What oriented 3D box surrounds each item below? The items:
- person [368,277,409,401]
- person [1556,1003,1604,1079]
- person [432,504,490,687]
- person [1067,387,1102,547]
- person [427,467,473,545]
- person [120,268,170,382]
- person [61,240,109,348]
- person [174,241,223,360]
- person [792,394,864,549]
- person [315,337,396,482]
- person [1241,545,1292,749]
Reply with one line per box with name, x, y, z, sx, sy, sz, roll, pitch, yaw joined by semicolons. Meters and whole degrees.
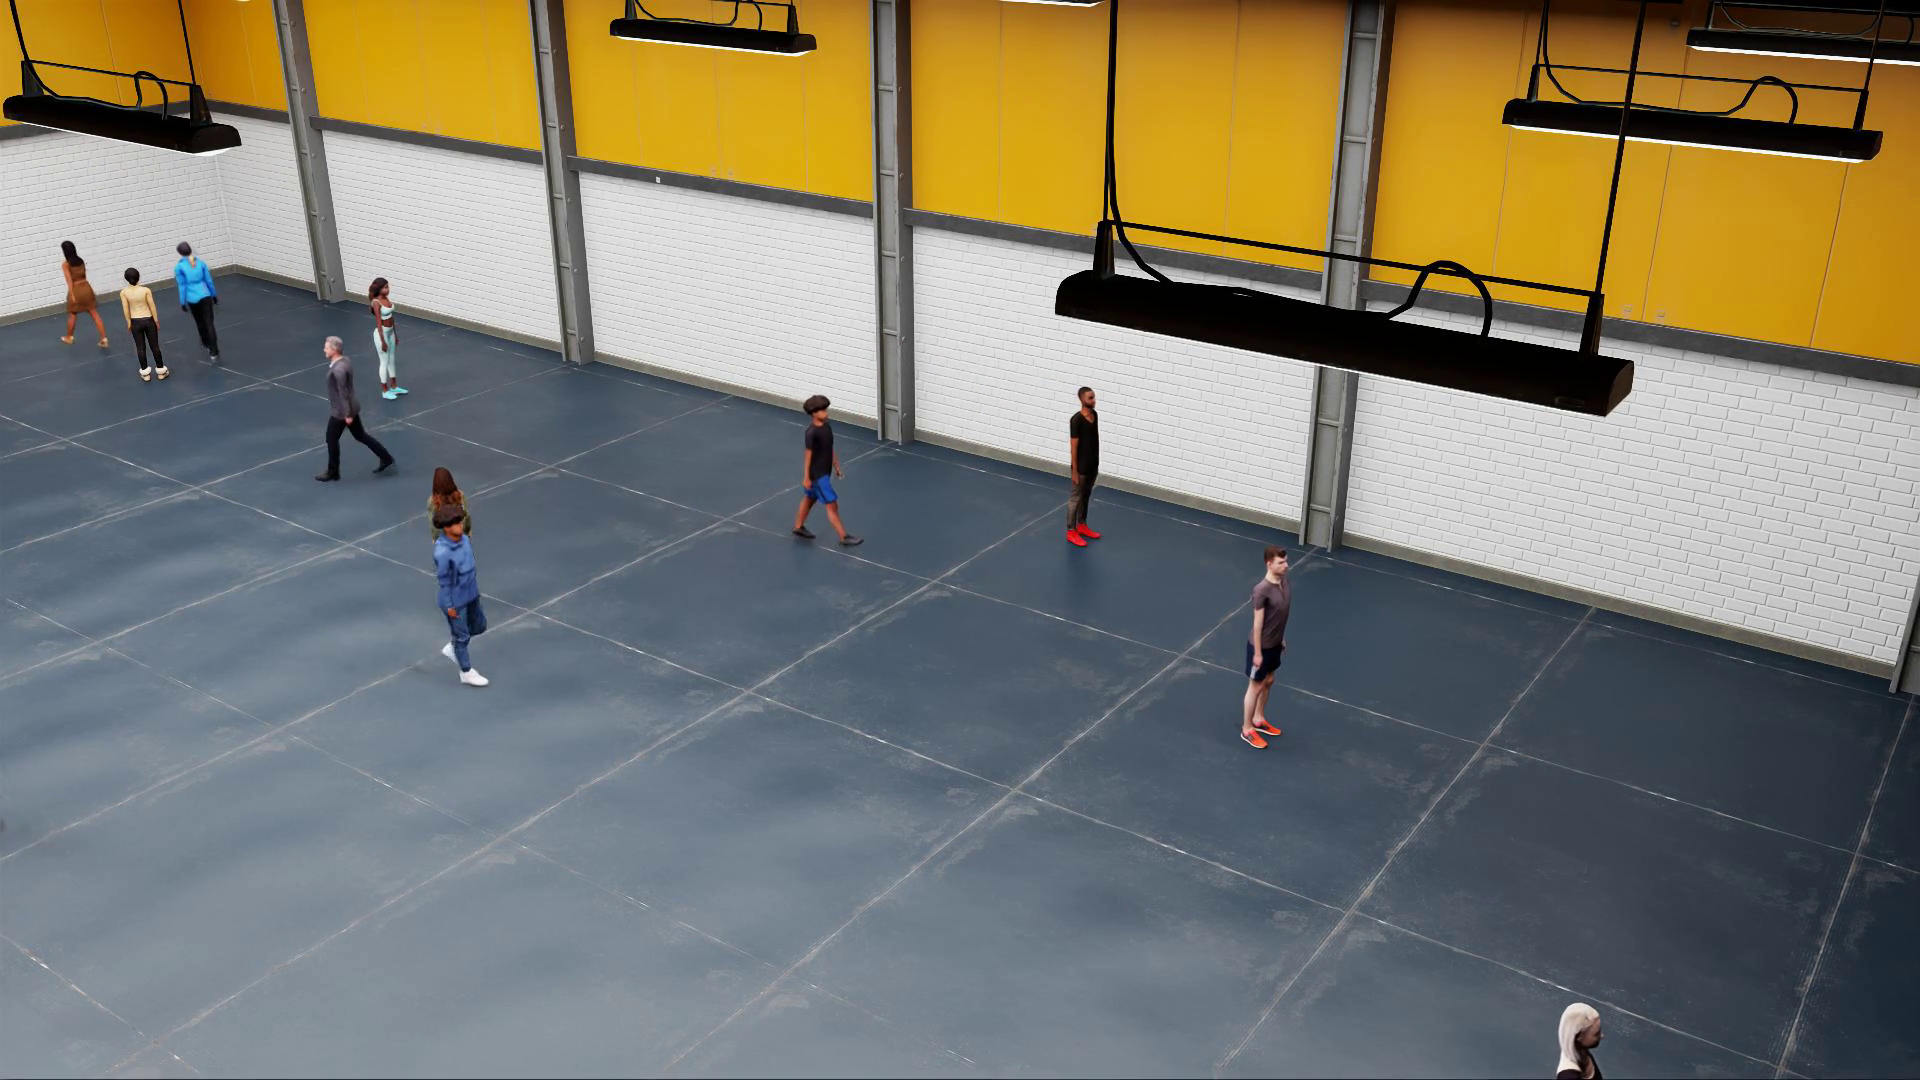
person;-8.028;-2.829;23.223;0.656;1.724;0.644;4;24;9
person;3.295;3.297;9.077;0.602;1.830;0.636;7;25;16
person;-4.742;0.510;15.495;0.861;1.796;0.782;8;25;18
person;1.377;-0.852;18.599;0.514;1.805;0.640;17;29;33
person;-5.233;-0.024;17.149;0.844;1.450;1.075;-14;27;-29
person;-11.781;-3.123;23.976;0.688;1.660;0.727;-8;25;-19
person;-13.309;-3.698;25.307;1.086;1.648;0.763;8;25;17
person;-11.304;-3.517;24.763;1.061;1.751;1.306;-10;26;-22
person;-1.635;-0.756;18.447;1.194;1.751;0.809;9;25;20
person;-7.427;-1.595;20.306;1.273;1.800;1.231;-5;24;-11
person;2.673;0.899;14.535;0.574;1.853;0.664;19;30;36
